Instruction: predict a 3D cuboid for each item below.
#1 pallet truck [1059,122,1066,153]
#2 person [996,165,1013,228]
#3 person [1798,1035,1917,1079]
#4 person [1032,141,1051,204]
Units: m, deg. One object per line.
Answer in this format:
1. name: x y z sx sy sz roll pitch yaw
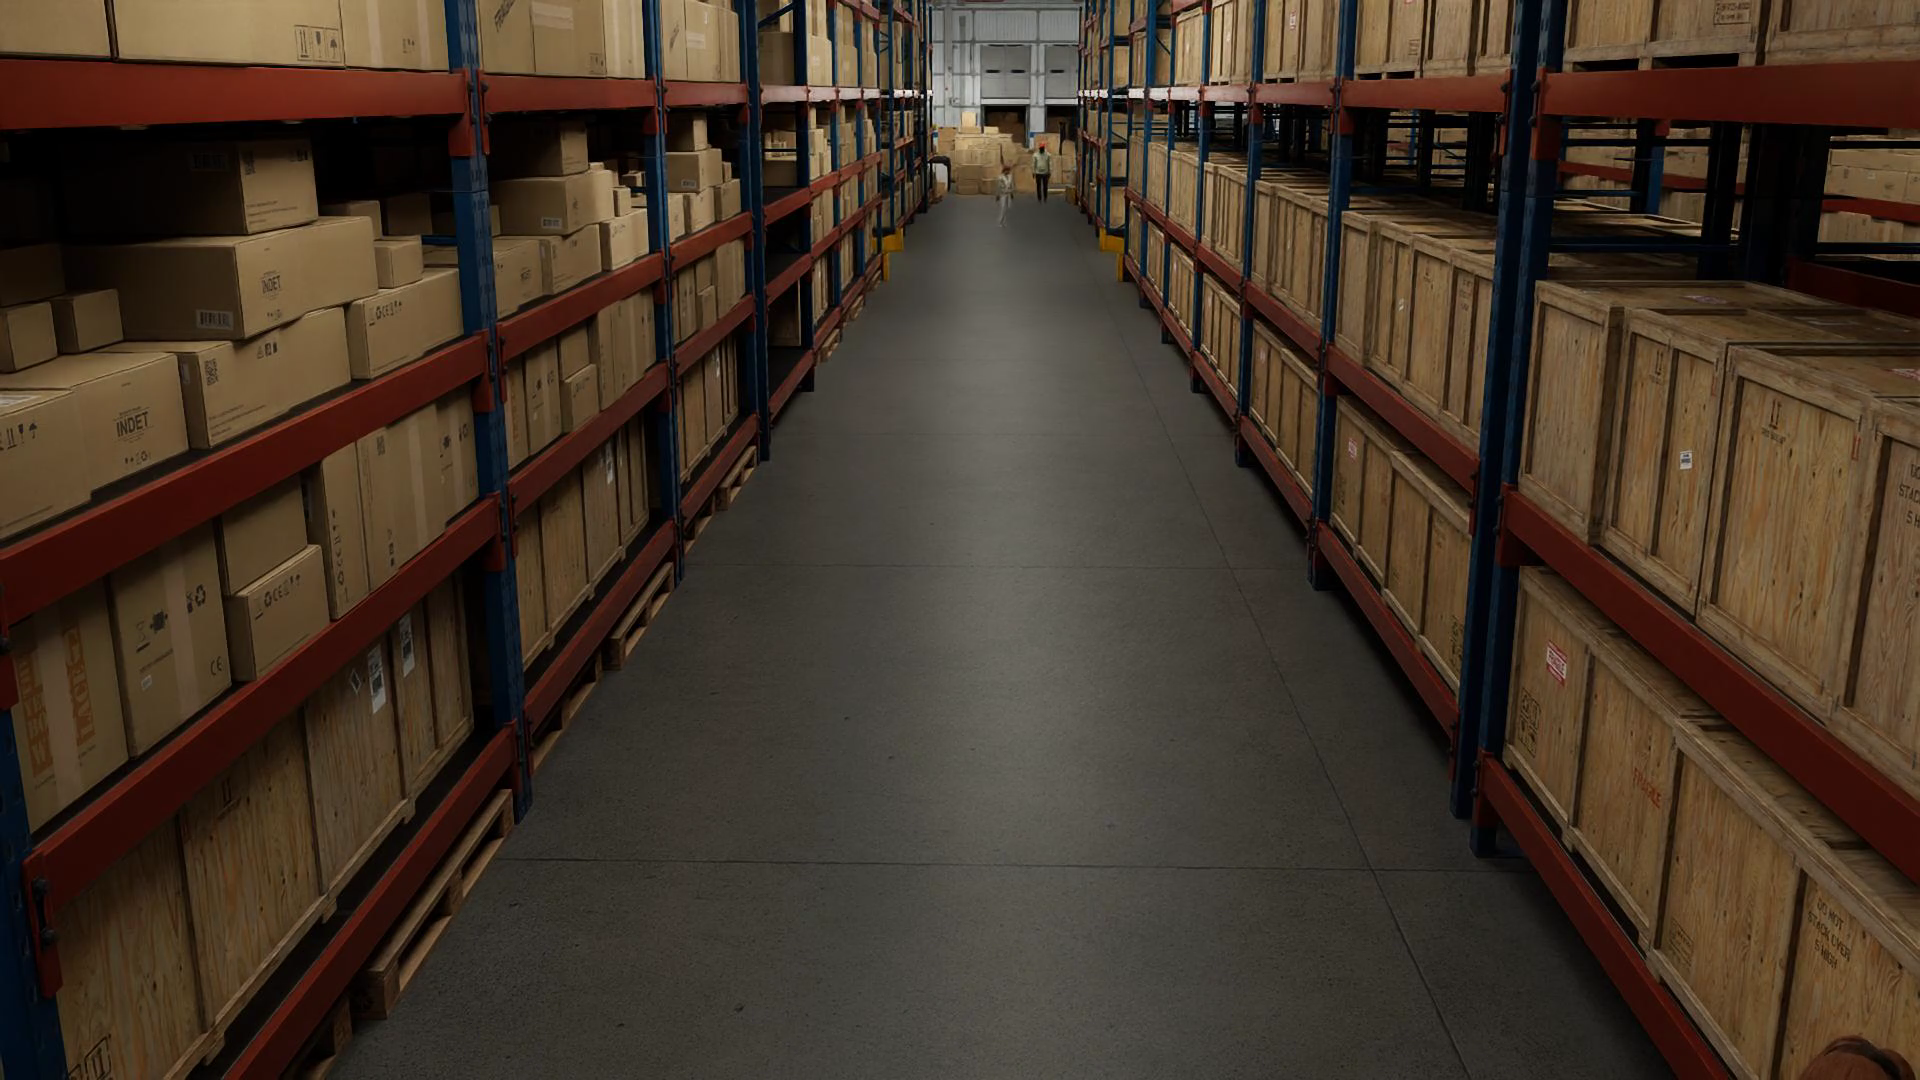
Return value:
1. pallet truck: 5.788 -21.111 88.014 1.885 1.965 0.823 5 16 18
2. person: 1.141 -9.111 44.069 0.362 1.624 0.583 12 19 37
3. person: 1.775 1.798 3.462 0.512 1.637 0.307 14 20 42
4. person: 2.609 -11.777 53.318 0.609 1.968 0.811 1 15 5
